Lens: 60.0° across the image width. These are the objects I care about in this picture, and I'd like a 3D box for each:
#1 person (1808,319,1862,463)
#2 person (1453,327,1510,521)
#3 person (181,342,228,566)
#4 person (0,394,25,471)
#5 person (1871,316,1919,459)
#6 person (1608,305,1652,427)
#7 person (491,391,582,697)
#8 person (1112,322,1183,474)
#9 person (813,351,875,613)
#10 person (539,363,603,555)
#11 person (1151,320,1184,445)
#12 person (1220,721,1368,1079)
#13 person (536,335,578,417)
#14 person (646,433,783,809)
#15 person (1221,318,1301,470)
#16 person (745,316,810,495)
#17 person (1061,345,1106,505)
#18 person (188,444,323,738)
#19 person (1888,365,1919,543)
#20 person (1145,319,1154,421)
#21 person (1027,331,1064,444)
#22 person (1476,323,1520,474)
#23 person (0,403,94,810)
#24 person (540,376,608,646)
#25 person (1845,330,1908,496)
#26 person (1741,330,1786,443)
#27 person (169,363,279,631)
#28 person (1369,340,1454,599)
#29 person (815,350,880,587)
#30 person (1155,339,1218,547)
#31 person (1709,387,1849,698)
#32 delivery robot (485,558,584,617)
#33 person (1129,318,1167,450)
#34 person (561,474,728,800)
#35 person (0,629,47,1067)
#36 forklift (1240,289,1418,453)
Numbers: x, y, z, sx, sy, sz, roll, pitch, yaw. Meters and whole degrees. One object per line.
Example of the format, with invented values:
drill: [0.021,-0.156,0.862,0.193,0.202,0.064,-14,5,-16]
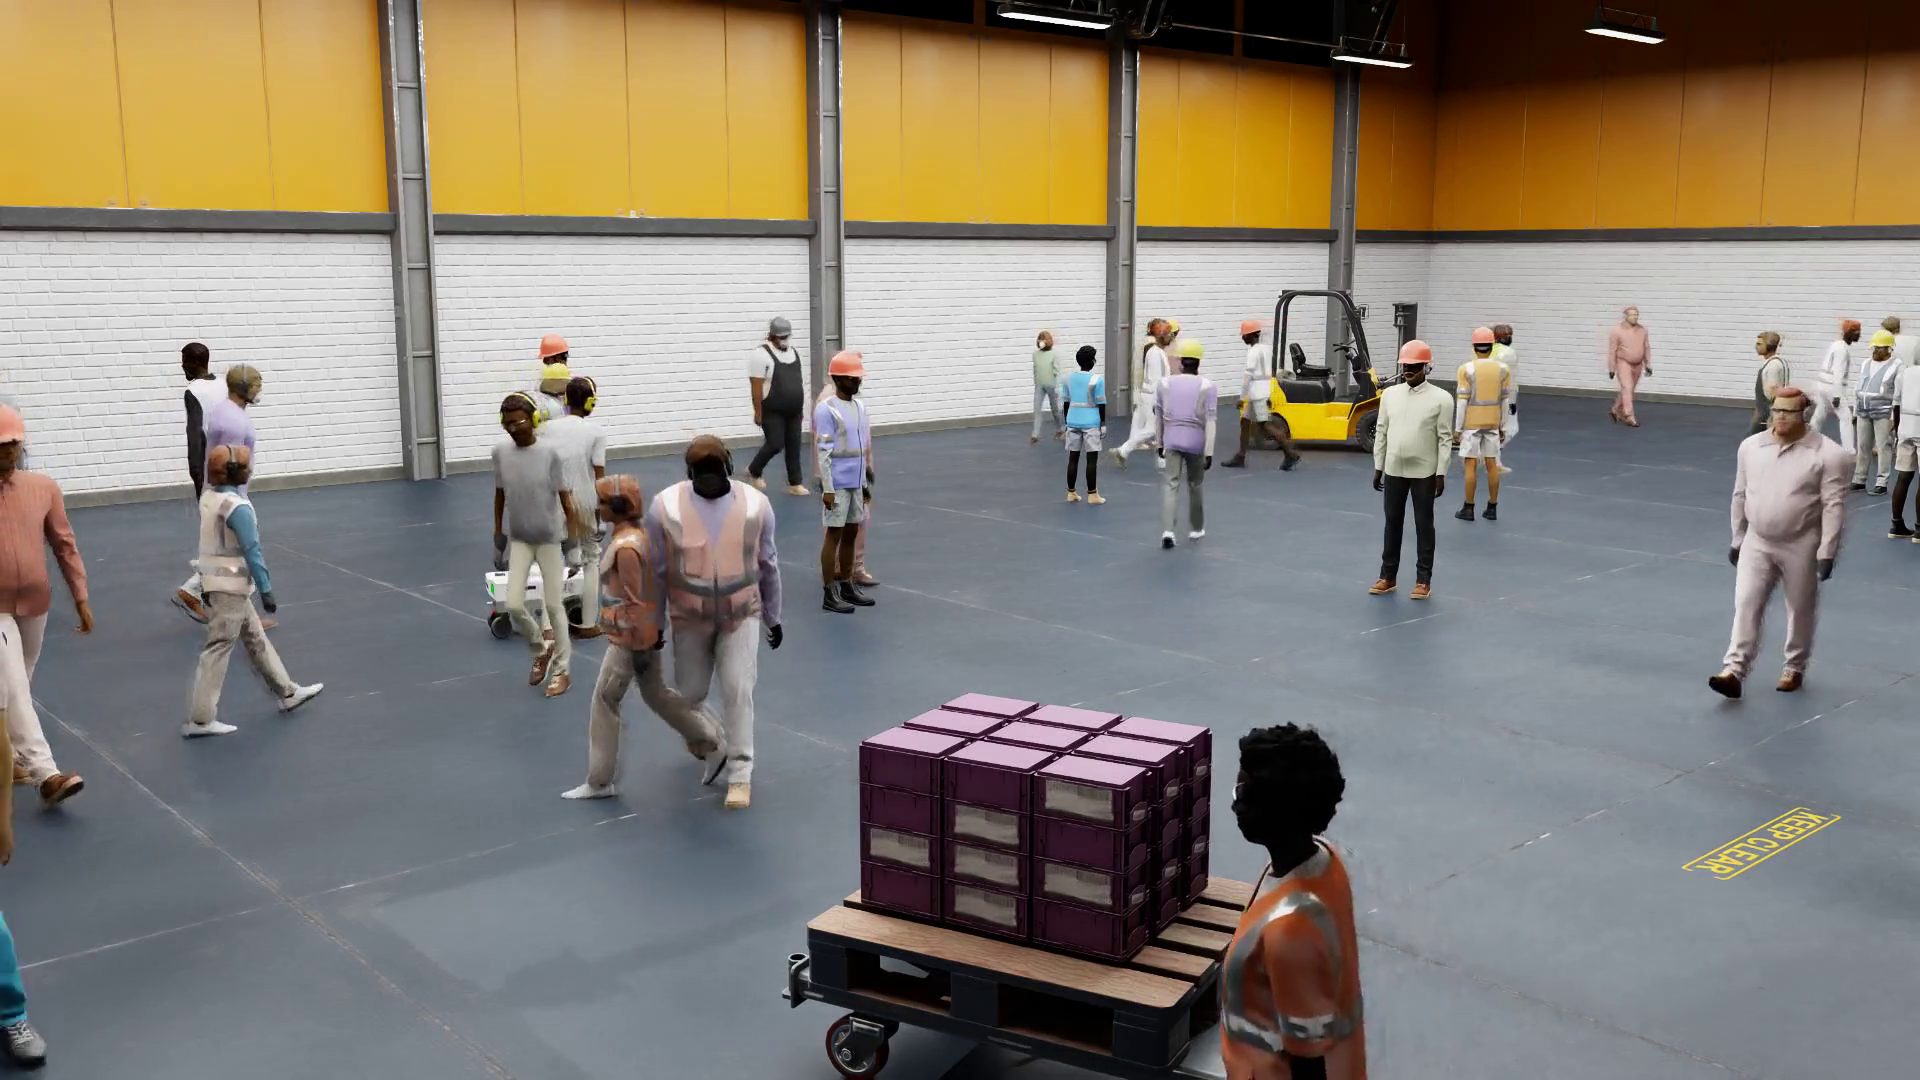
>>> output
person: [11.262,-1.897,21.272,0.819,1.834,0.603,4,10,20]
person: [5.192,-1.152,16.616,0.555,1.936,0.398,-1,10,-8]
person: [-6.393,-0.728,14.198,0.387,1.910,0.593,1,10,4]
person: [-7.141,-0.394,12.196,0.441,1.920,0.648,1,10,5]
person: [12.033,-1.919,21.255,0.720,1.880,0.994,-1,10,-8]
person: [10.447,-2.735,26.030,0.636,1.877,0.919,-3,10,-15]
person: [-2.531,0.034,9.938,0.610,1.838,0.420,1,10,8]
person: [2.277,-1.701,20.063,0.765,1.858,0.620,3,10,17]
person: [-0.844,-0.435,12.389,0.357,1.938,0.542,6,11,30]
person: [-3.421,-0.665,14.413,0.744,1.709,0.511,-2,10,-11]
person: [2.919,-2.182,23.142,0.523,1.760,0.329,9,13,42]
person: [0.780,1.202,3.613,0.853,1.662,0.530,4,10,21]
person: [-3.632,-0.904,15.168,0.385,1.927,0.545,-6,11,-32]
person: [-1.215,0.351,8.194,0.661,1.808,0.801,-2,10,-10]
person: [3.751,-1.796,20.529,0.959,1.893,0.555,4,10,20]
person: [-2.012,-1.493,18.279,0.691,2.000,0.745,9,13,41]
person: [1.329,-1.217,17.670,0.541,1.695,0.315,7,12,37]
person: [-3.975,0.267,9.278,0.845,1.595,0.544,-9,13,-41]
person: [8.903,-0.959,15.374,0.363,1.962,0.612,-3,10,-16]
person: [3.085,-2.684,26.443,0.286,1.633,0.501,-5,11,-29]
person: [1.253,-2.176,23.607,0.507,1.593,0.852,6,12,33]
person: [6.457,-1.684,20.002,0.504,1.832,0.645,-3,10,-18]
person: [-4.544,0.309,8.023,1.059,1.929,0.645,6,11,32]
person: [-2.654,-0.182,11.262,0.533,1.831,0.688,1,10,7]
person: [10.127,-1.408,18.395,0.404,1.831,0.588,-4,11,-24]
person: [8.768,-1.368,18.170,0.473,1.825,0.531,4,11,24]
person: [-5.140,-0.278,11.588,0.619,1.910,0.636,-5,11,-25]
person: [3.483,-0.544,12.859,0.612,1.995,0.376,7,12,36]
person: [-0.809,-0.569,13.310,0.667,1.886,0.680,3,10,17]
person: [2.057,-0.890,15.218,0.588,1.886,0.949,3,10,16]
person: [4.849,0.031,9.872,0.673,1.855,0.960,10,14,44]
delivery robot: [-2.963,0.328,11.687,0.707,0.478,0.477,-4,10,-20]
person: [2.713,-2.101,22.560,0.902,1.790,0.622,0,10,2]
person: [-1.522,0.466,8.104,0.795,1.607,0.527,-1,10,-6]
person: [-3.294,0.847,5.276,0.653,1.809,0.382,-2,10,-11]
forklift: [5.034,-2.339,22.783,2.313,2.155,1.214,3,10,16]
